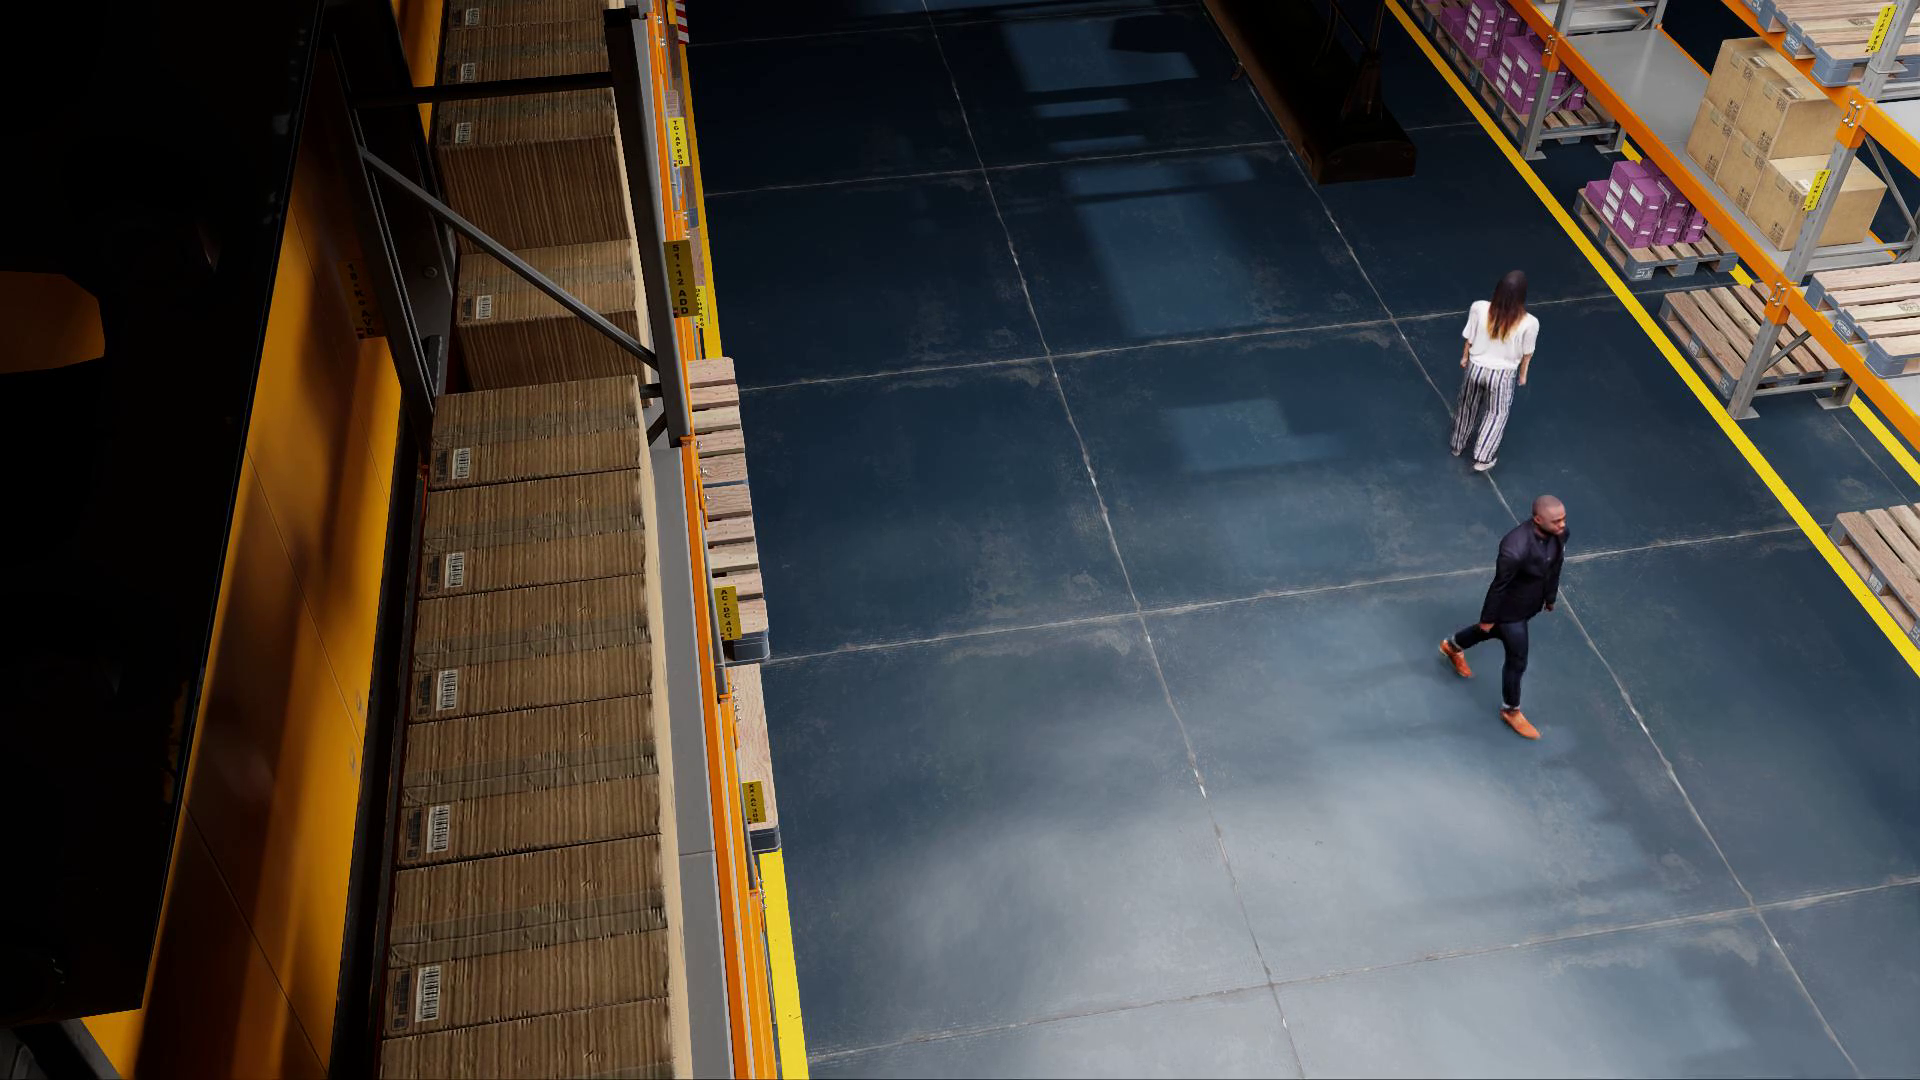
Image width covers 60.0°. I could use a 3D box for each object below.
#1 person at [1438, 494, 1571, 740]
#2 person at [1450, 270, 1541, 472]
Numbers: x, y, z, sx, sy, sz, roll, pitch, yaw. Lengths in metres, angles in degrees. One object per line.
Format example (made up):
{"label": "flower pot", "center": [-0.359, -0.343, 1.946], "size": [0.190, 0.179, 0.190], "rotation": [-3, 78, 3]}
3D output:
{"label": "person", "center": [3.460, 0.363, 10.546], "size": [1.064, 1.778, 1.269], "rotation": [-29, 51, -27]}
{"label": "person", "center": [3.941, -1.263, 12.324], "size": [0.818, 1.680, 0.874], "rotation": [24, 49, 23]}
